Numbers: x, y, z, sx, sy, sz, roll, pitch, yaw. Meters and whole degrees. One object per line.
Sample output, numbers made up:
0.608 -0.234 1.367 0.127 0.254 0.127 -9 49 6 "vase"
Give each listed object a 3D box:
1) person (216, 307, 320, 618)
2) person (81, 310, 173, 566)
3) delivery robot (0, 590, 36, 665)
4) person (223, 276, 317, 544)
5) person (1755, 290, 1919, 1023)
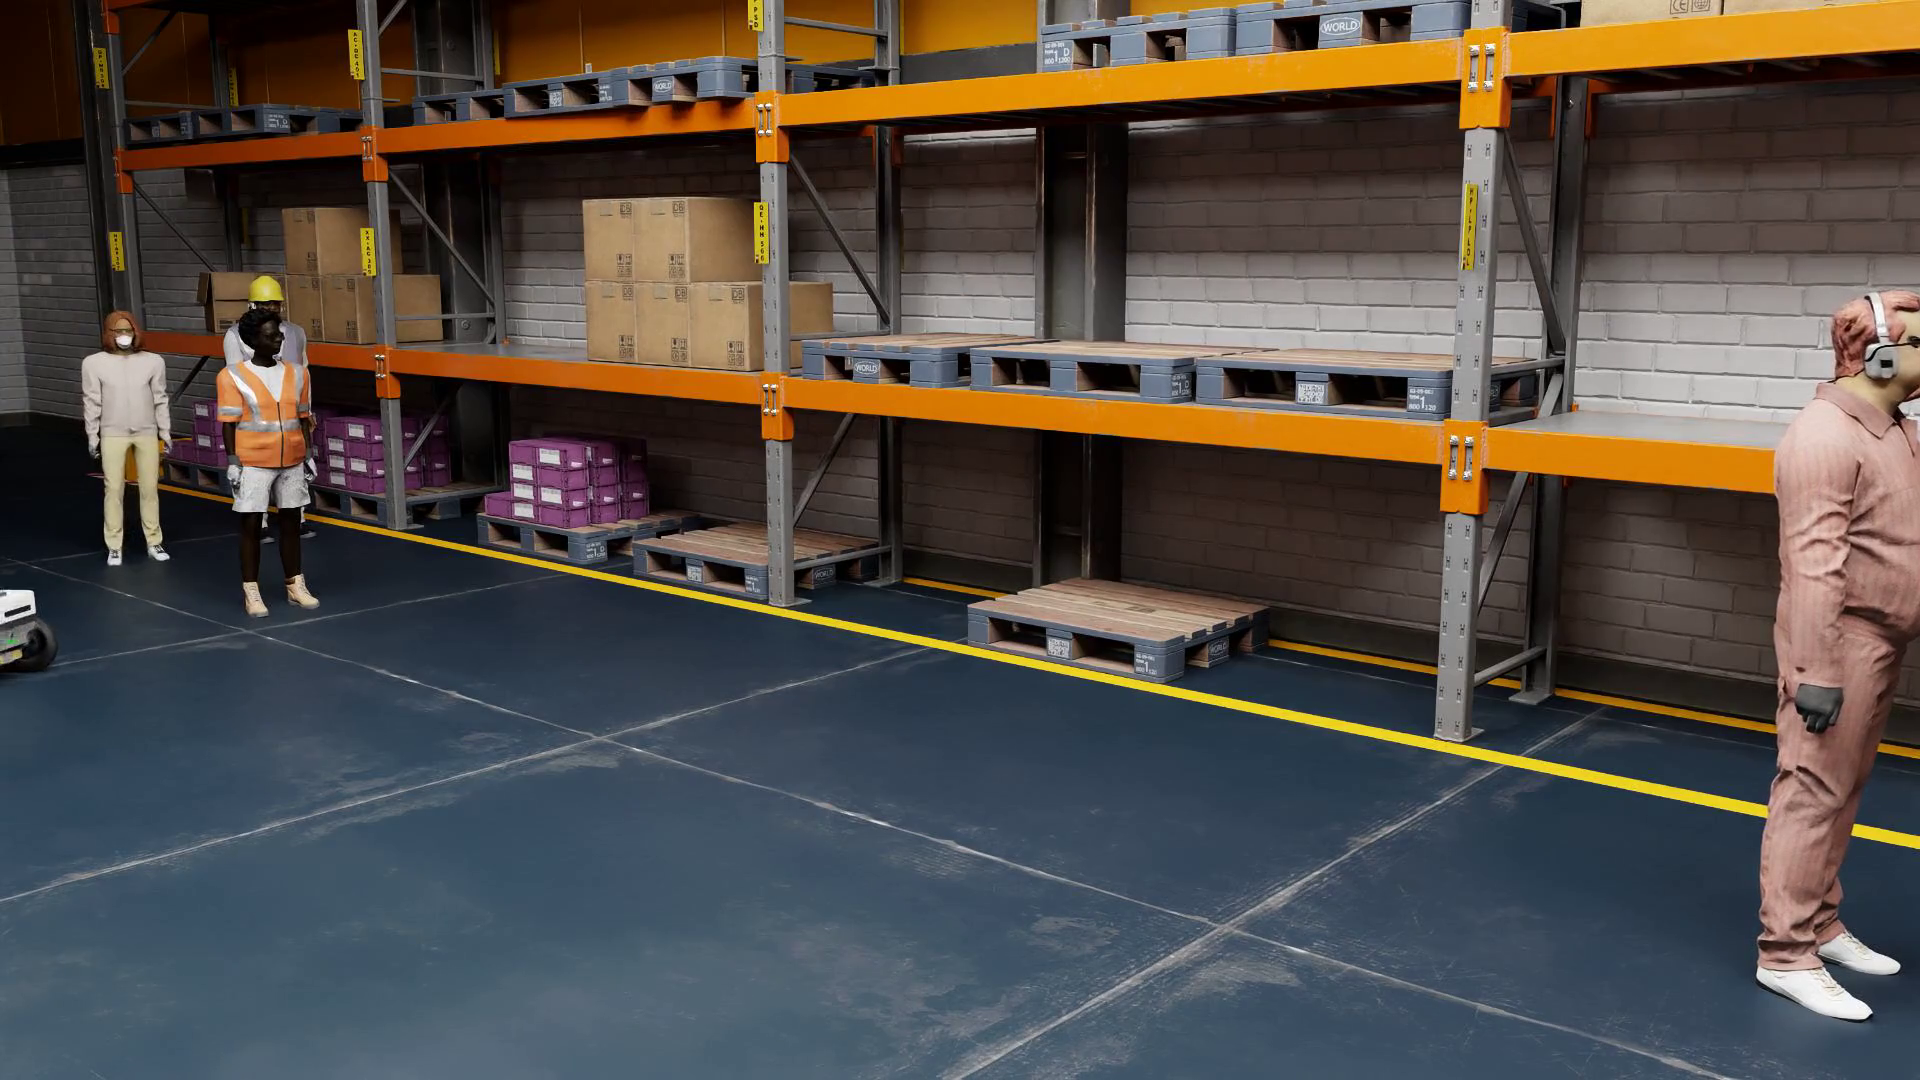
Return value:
-3.818 -0.430 9.205 0.317 1.698 0.539 8 13 40 "person"
-5.325 -0.654 10.668 0.507 1.630 0.268 -8 13 -37 "person"
-4.708 0.351 7.741 0.707 0.478 0.477 1 10 7 "delivery robot"
-4.739 -0.898 11.484 0.404 1.832 0.597 8 13 40 "person"
2.395 0.297 4.459 0.409 1.912 0.648 8 13 40 "person"
